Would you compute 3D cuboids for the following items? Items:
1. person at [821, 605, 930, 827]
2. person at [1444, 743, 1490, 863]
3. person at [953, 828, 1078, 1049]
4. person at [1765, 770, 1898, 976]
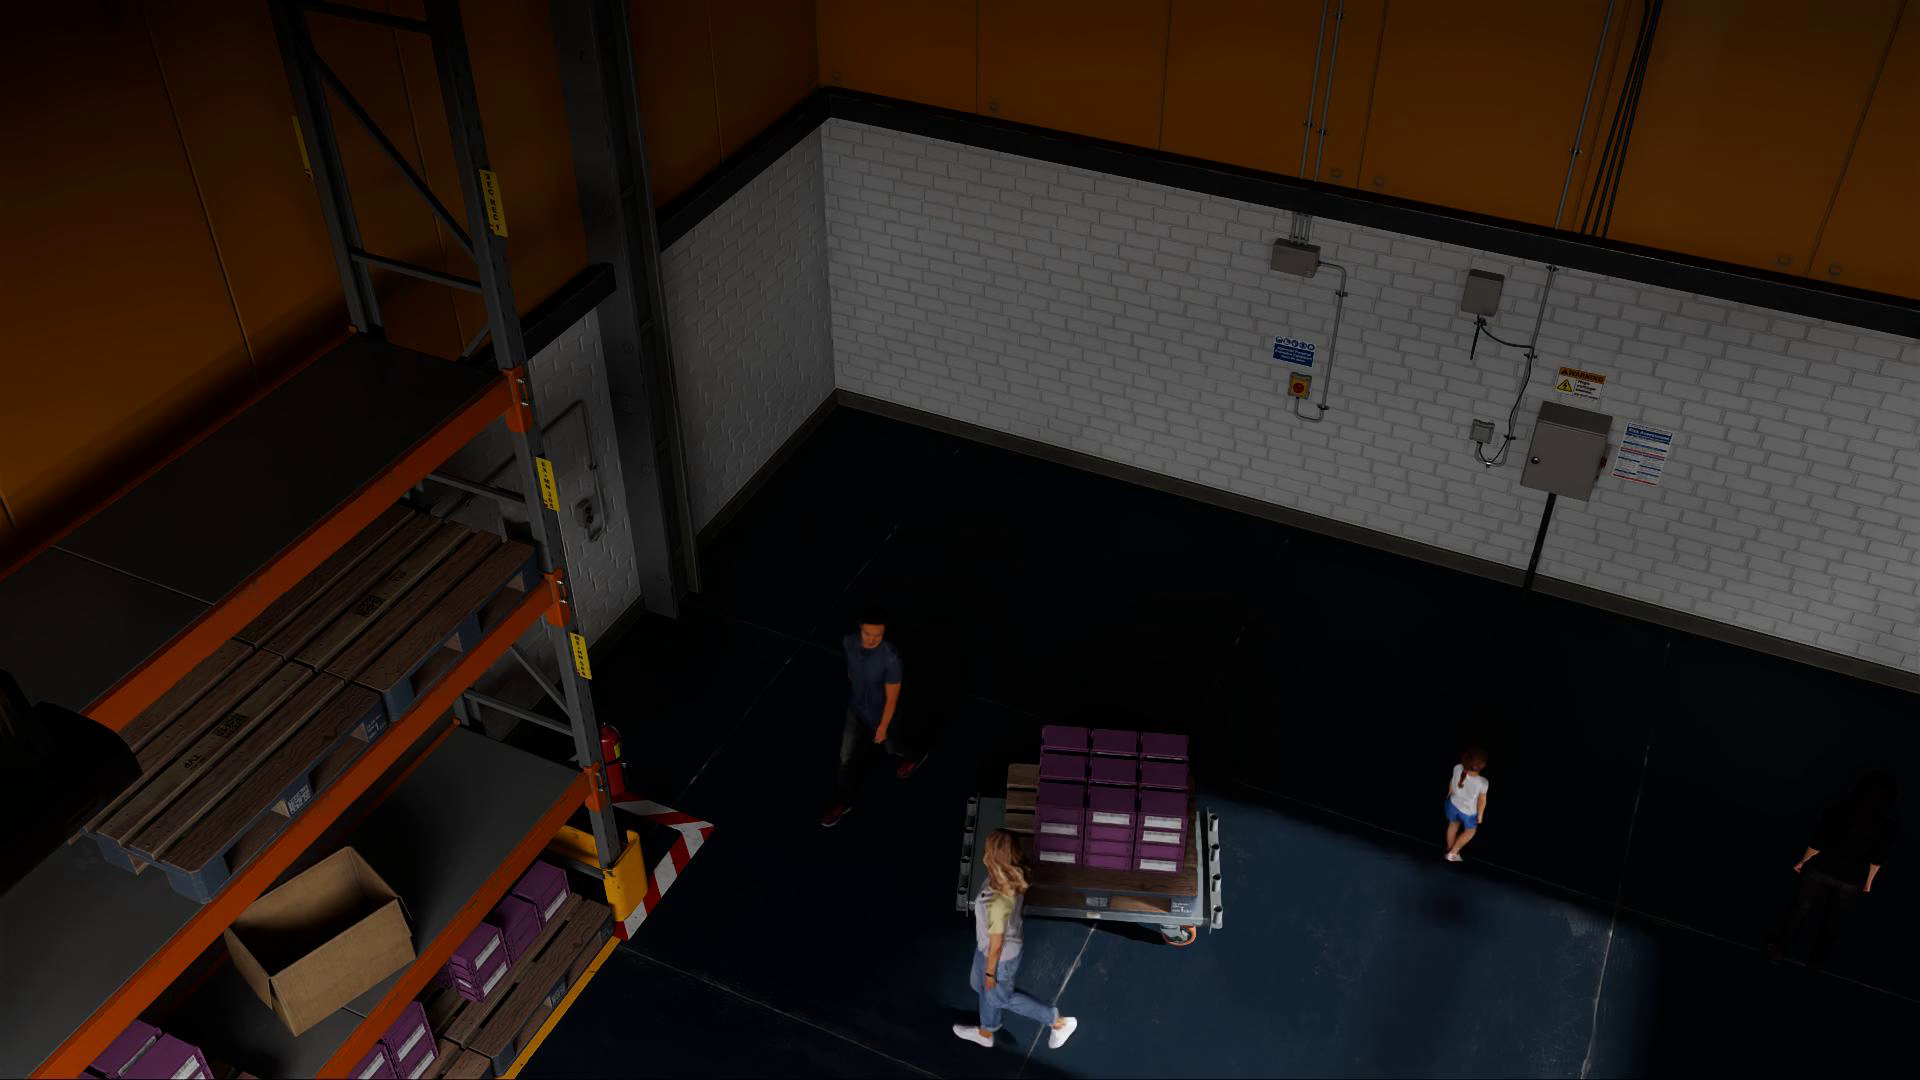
[{"bbox_3d":[-0.480,1.075,10.936,0.763,1.761,1.184,25,45,28],"label":"person"},{"bbox_3d":[3.234,1.719,10.725,0.542,1.018,0.505,-29,47,-31],"label":"person"},{"bbox_3d":[0.327,2.332,9.417,0.851,1.692,0.972,6,39,7],"label":"person"},{"bbox_3d":[5.213,1.982,9.896,0.564,1.642,0.486,16,41,19],"label":"person"}]
